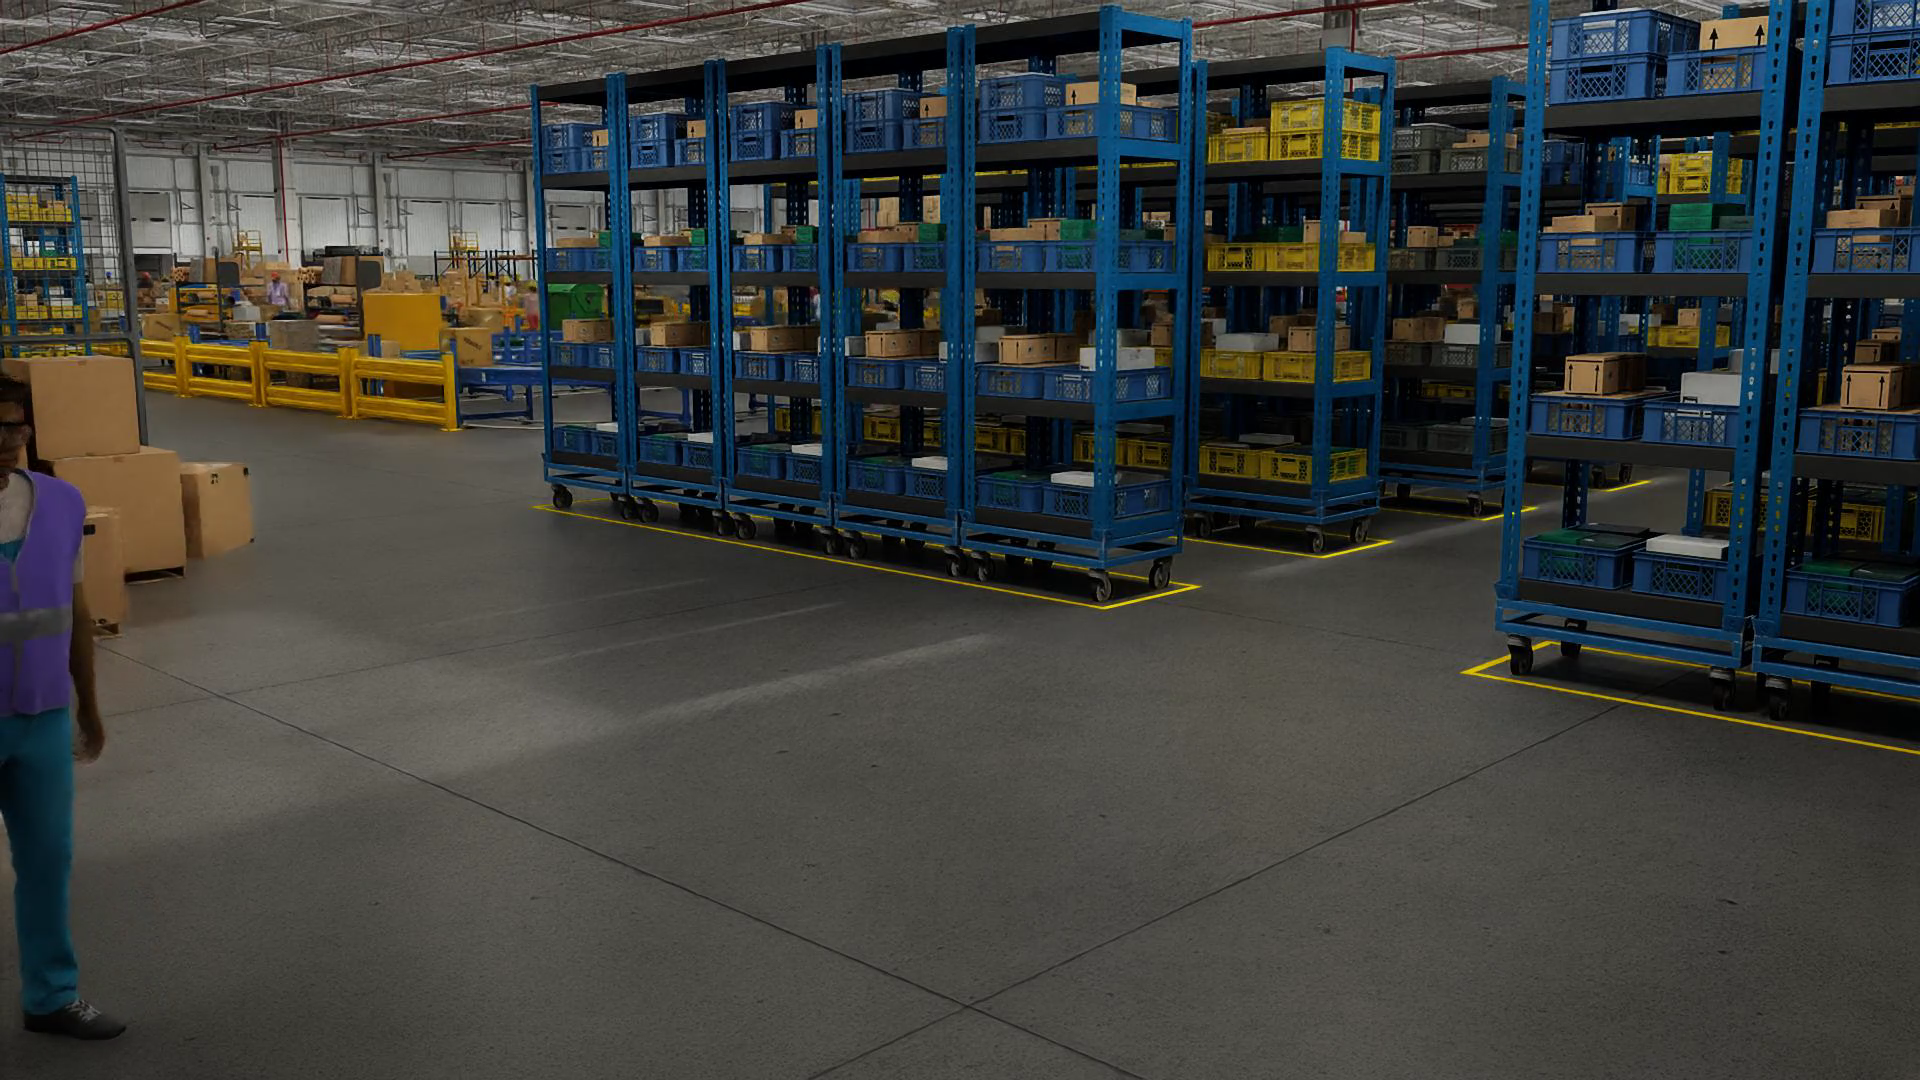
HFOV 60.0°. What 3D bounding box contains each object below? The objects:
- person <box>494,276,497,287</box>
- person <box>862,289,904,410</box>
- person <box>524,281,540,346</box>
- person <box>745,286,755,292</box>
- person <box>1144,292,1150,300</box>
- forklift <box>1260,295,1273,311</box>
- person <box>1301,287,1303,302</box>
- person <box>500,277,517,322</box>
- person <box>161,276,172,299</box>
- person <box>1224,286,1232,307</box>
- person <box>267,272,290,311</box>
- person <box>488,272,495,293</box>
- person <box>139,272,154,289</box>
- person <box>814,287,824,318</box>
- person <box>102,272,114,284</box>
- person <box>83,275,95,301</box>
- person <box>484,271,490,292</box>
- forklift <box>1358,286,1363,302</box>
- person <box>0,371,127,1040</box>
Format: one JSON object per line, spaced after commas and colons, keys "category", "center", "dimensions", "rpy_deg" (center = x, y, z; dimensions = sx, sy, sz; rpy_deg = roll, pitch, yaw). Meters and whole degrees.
{"category": "person", "center": [-23.872, -12.745, 85.450], "dimensions": [1.028, 1.794, 0.507], "rpy_deg": [-4, 10, -22]}
{"category": "person", "center": [-0.988, -2.405, 21.980], "dimensions": [0.604, 1.815, 0.660], "rpy_deg": [7, 12, 37]}
{"category": "person", "center": [-11.220, -5.943, 43.810], "dimensions": [0.363, 1.749, 0.555], "rpy_deg": [8, 12, 39]}
{"category": "person", "center": [-9.207, -10.741, 72.814], "dimensions": [0.560, 1.885, 0.772], "rpy_deg": [4, 10, 25]}
{"category": "person", "center": [7.036, -9.024, 62.887], "dimensions": [0.318, 1.700, 0.534], "rpy_deg": [1, 9, 3]}
{"category": "forklift", "center": [11.496, -9.006, 59.165], "dimensions": [1.873, 2.768, 1.129], "rpy_deg": [9, 13, 43]}
{"category": "person", "center": [10.331, -6.983, 49.643], "dimensions": [0.372, 1.940, 0.630], "rpy_deg": [4, 10, 24]}
{"category": "person", "center": [-15.833, -8.344, 58.471], "dimensions": [0.596, 1.779, 0.904], "rpy_deg": [-7, 12, -38]}
{"category": "person", "center": [-36.245, -11.178, 75.952], "dimensions": [0.304, 1.745, 0.483], "rpy_deg": [8, 12, 39]}
{"category": "person", "center": [4.117, -2.991, 25.293], "dimensions": [0.471, 1.890, 0.679], "rpy_deg": [-6, 11, -32]}
{"category": "person", "center": [-21.070, -7.286, 51.403], "dimensions": [0.597, 1.979, 1.103], "rpy_deg": [1, 9, 4]}
{"category": "person", "center": [-21.371, -11.275, 75.989], "dimensions": [0.384, 1.925, 0.593], "rpy_deg": [-4, 10, -24]}
{"category": "person", "center": [-31.830, -9.503, 65.119], "dimensions": [1.032, 1.947, 0.612], "rpy_deg": [3, 10, 18]}
{"category": "person", "center": [-3.749, -6.221, 45.832], "dimensions": [0.888, 1.642, 0.549], "rpy_deg": [9, 13, 42]}
{"category": "person", "center": [-38.265, -11.094, 74.822], "dimensions": [0.396, 1.943, 0.614], "rpy_deg": [4, 10, 22]}
{"category": "person", "center": [-29.653, -8.083, 56.617], "dimensions": [0.328, 1.865, 0.521], "rpy_deg": [2, 10, 13]}
{"category": "person", "center": [-26.146, -13.935, 92.318], "dimensions": [0.557, 1.912, 0.674], "rpy_deg": [2, 9, 10]}
{"category": "forklift", "center": [11.100, -7.017, 46.970], "dimensions": [1.873, 2.768, 1.129], "rpy_deg": [9, 13, 43]}
{"category": "person", "center": [-2.474, 0.474, 4.265], "dimensions": [0.403, 1.830, 0.591], "rpy_deg": [5, 10, 27]}
